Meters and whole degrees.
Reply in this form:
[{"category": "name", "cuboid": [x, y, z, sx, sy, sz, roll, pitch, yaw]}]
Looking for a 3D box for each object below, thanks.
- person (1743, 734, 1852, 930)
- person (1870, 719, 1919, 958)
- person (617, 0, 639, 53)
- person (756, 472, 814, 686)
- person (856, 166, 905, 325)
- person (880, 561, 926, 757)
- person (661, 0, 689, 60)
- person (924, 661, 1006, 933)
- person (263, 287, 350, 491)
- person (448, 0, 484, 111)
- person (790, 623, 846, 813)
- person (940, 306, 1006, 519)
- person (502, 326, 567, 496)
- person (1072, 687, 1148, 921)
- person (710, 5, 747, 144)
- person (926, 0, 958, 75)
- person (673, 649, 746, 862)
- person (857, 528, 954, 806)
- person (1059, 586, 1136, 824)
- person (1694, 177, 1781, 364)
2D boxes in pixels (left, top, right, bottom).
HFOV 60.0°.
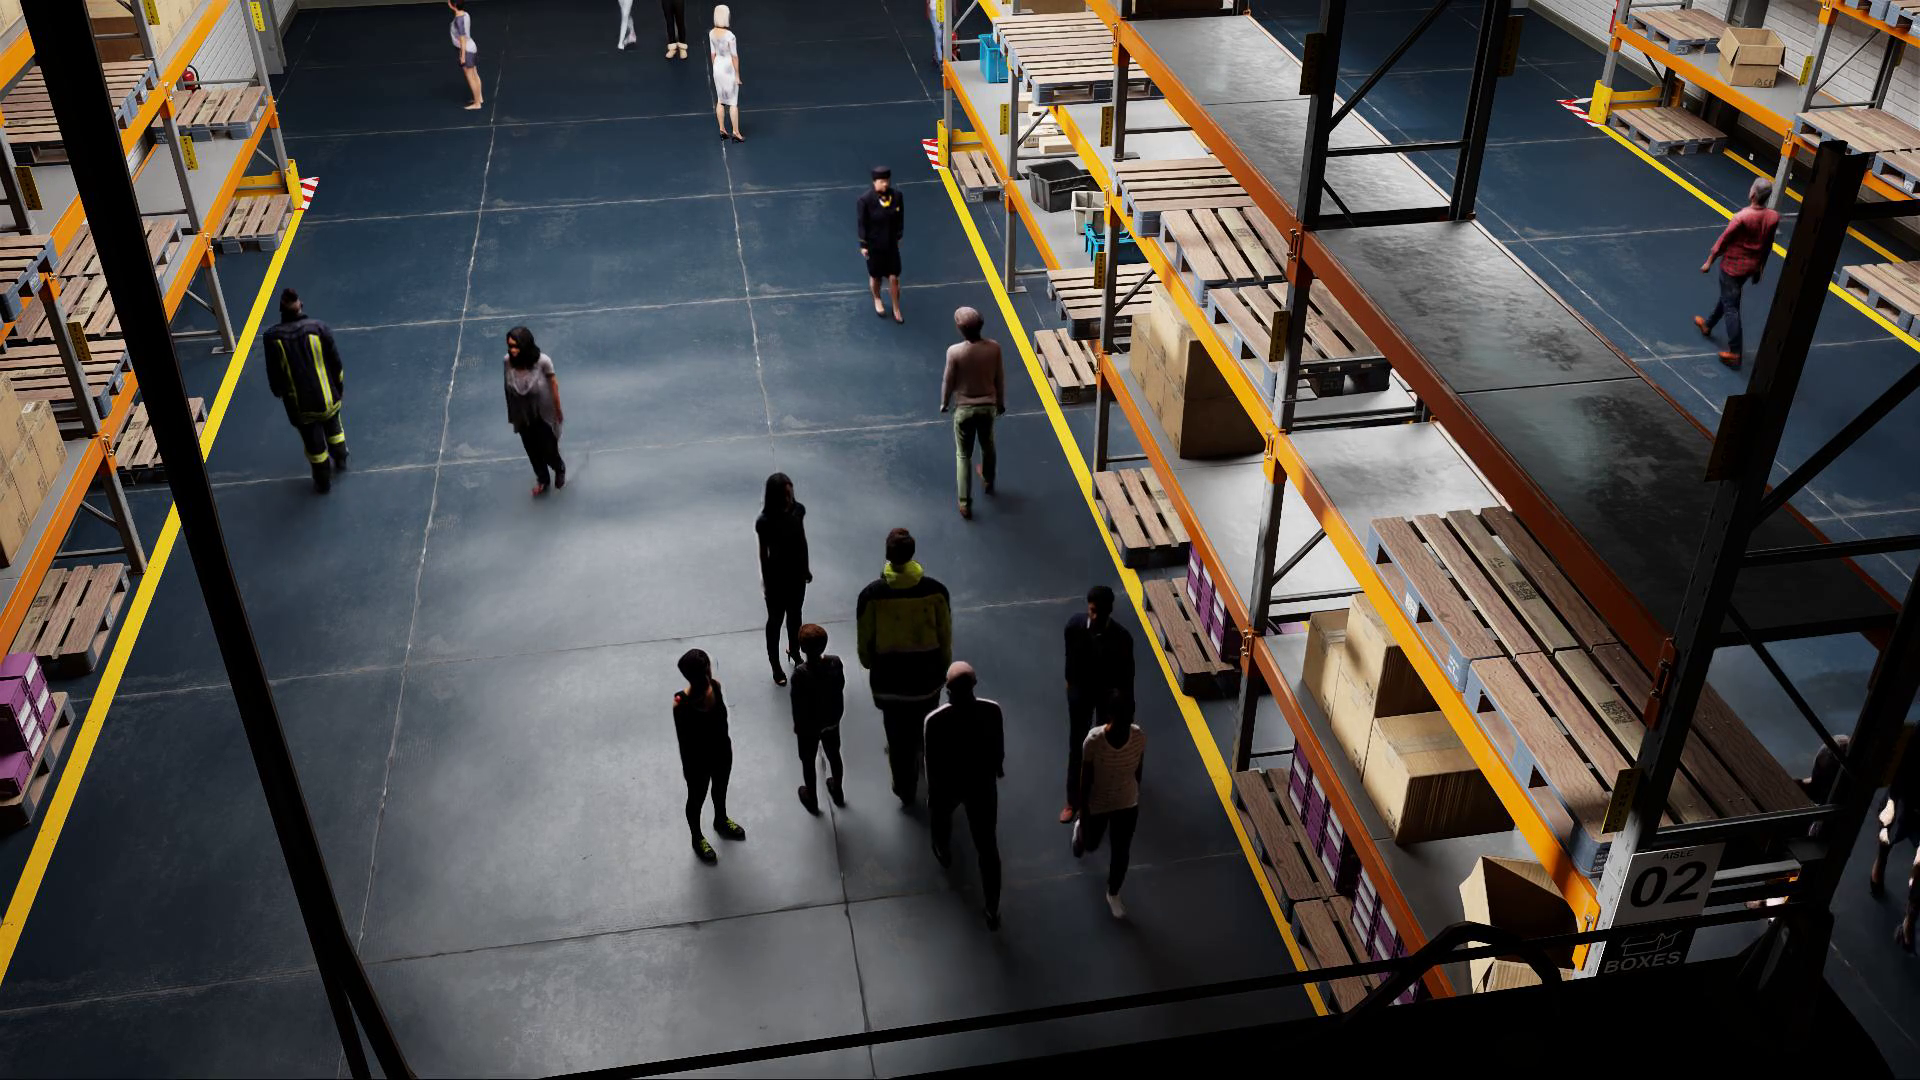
[{"category": "person", "cuboid": [4.796, 1.914, 9.525, 0.846, 1.782, 1.227, 4, 34, 6]}, {"category": "person", "cuboid": [5.821, 1.556, 10.125, 0.912, 1.715, 1.169, 7, 34, 11]}, {"category": "person", "cuboid": [-4.973, -8.210, 24.821, 1.023, 1.710, 1.208, 12, 36, 18]}, {"category": "person", "cuboid": [-1.274, 0.260, 12.055, 0.632, 1.737, 0.640, -23, 40, -31]}, {"category": "person", "cuboid": [-0.840, -3.071, 17.140, 0.763, 1.655, 0.834, -11, 35, -15]}, {"category": "person", "cuboid": [-0.339, 0.801, 11.343, 0.752, 1.624, 0.631, 10, 35, 14]}, {"category": "person", "cuboid": [-4.240, -7.990, 24.538, 0.622, 1.659, 0.680, 0, 34, -1]}, {"category": "person", "cuboid": [0.063, 1.564, 10.043, 0.670, 1.792, 1.188, -5, 34, -8]}, {"category": "person", "cuboid": [-5.579, -1.273, 14.262, 0.883, 1.846, 0.920, -17, 37, -24]}, {"category": "person", "cuboid": [-6.727, -6.674, 22.642, 0.643, 1.566, 0.483, -2, 34, -4]}, {"category": "person", "cuboid": [-0.940, 1.166, 10.954, 0.598, 1.446, 0.611, -18, 38, -25]}, {"category": "person", "cuboid": [0.105, -1.062, 13.943, 0.768, 1.849, 0.987, -7, 34, -10]}, {"category": "person", "cuboid": [-3.616, -1.145, 14.298, 0.741, 1.593, 0.770, 7, 34, 11]}, {"category": "person", "cuboid": [0.884, 1.550, 10.214, 0.577, 1.626, 0.893, -7, 34, -10]}, {"category": "person", "cuboid": [-3.025, -6.023, 21.497, 0.641, 1.749, 0.692, 18, 38, 25]}, {"category": "person", "cuboid": [-0.308, -7.652, 23.995, 0.763, 1.697, 1.030, -14, 36, -21]}, {"category": "person", "cuboid": [-1.626, 1.334, 10.606, 0.670, 1.553, 0.617, 23, 40, 31]}, {"category": "person", "cuboid": [-0.348, 0.884, 10.939, 0.787, 1.933, 1.125, -4, 34, -6]}, {"category": "person", "cuboid": [0.943, 0.971, 11.040, 1.034, 1.676, 1.259, 11, 35, 16]}, {"category": "person", "cuboid": [7.687, -2.611, 16.330, 0.746, 1.786, 1.204, -7, 34, -11]}]
